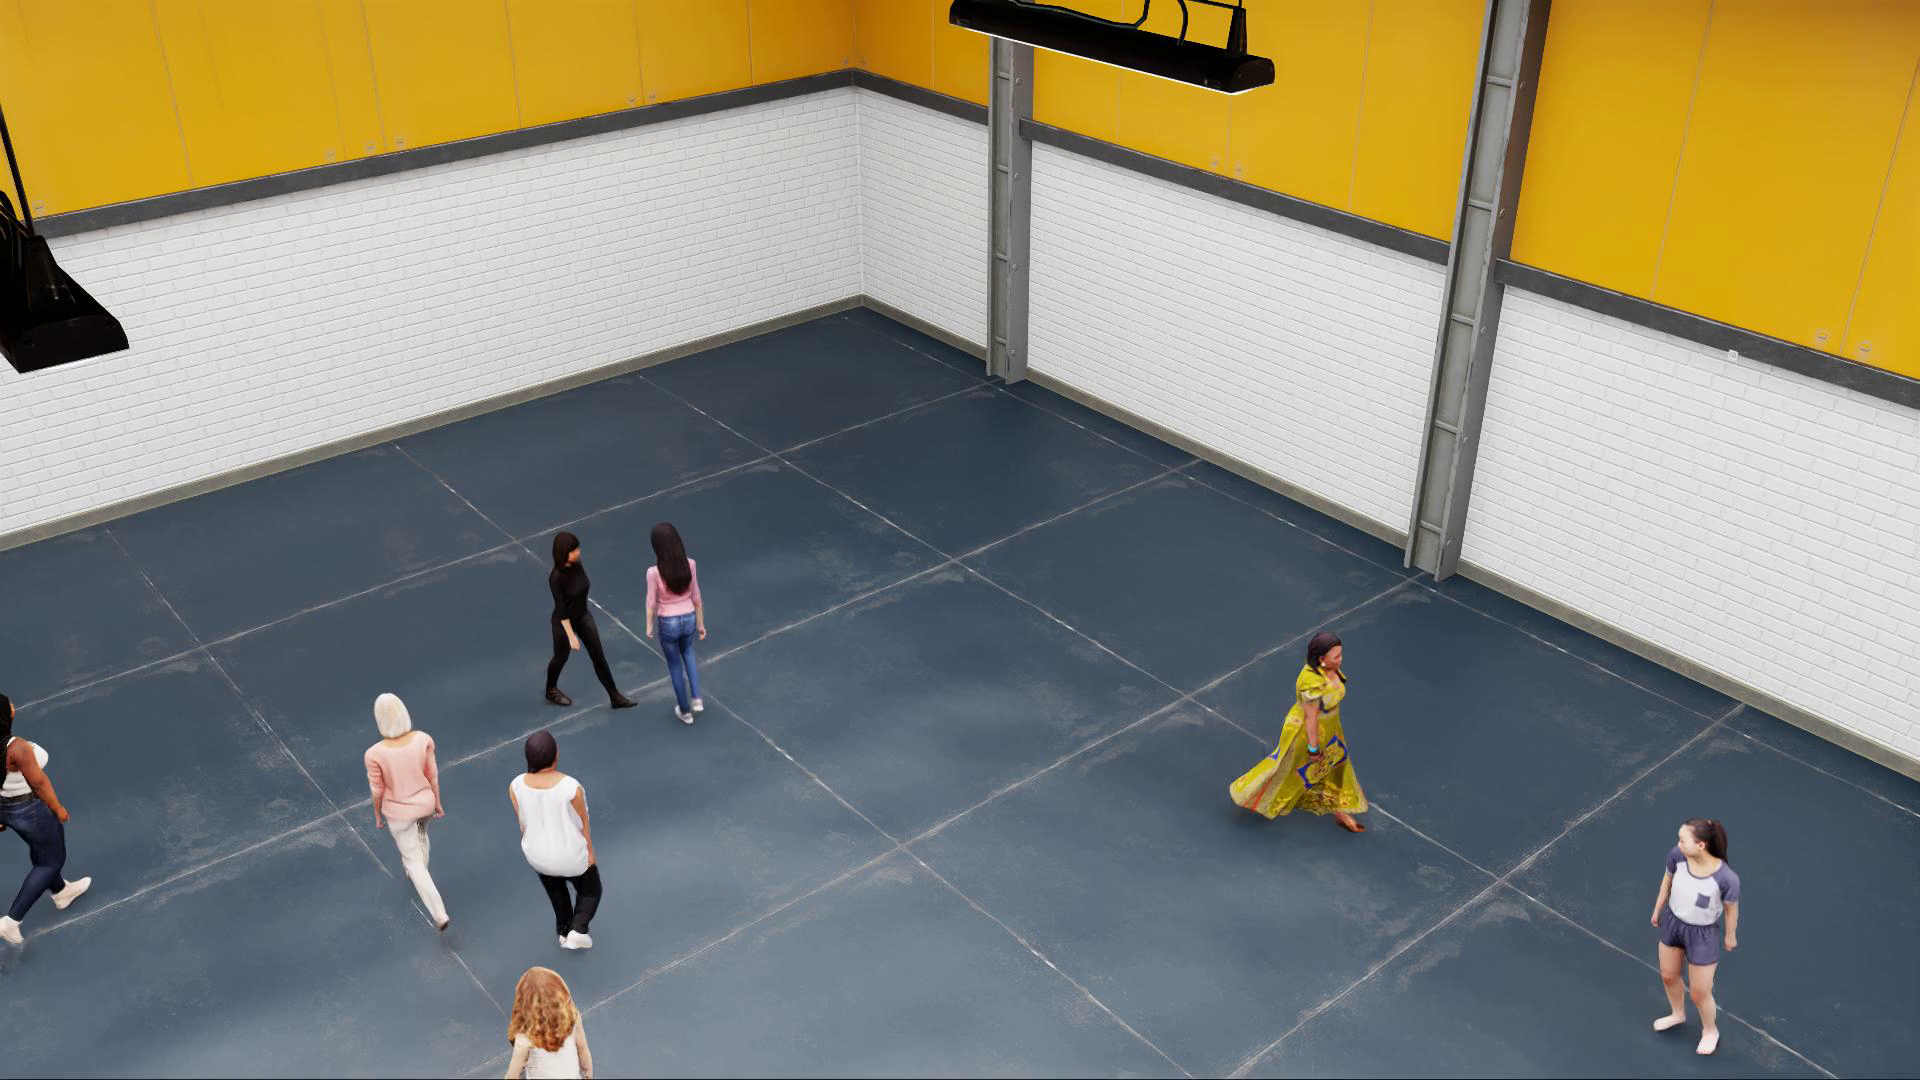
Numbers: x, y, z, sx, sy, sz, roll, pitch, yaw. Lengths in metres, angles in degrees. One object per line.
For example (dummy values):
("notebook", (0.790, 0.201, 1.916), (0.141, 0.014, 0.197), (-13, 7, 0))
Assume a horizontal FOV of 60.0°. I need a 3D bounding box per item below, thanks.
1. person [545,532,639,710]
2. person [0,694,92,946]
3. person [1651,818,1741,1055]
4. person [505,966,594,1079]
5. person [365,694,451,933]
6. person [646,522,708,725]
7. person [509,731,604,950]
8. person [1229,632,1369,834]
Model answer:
("person", (-3.142, 0.659, 13.184), (1.097, 1.599, 0.826), (13, 31, 22))
("person", (-6.160, 1.835, 10.836), (1.082, 1.785, 0.987), (11, 31, 20))
("person", (4.471, 2.364, 10.031), (0.575, 1.627, 0.786), (24, 37, 37))
("person", (-2.046, 3.020, 8.735), (1.190, 1.715, 0.787), (19, 34, 30))
("person", (-3.598, 1.813, 10.976), (0.659, 1.689, 1.138), (-19, 34, -31))
("person", (-2.177, 0.698, 12.978), (0.621, 1.730, 0.671), (-17, 33, -28))
("person", (-2.589, 1.982, 10.676), (0.796, 1.680, 0.871), (6, 29, 11))
("person", (2.415, 1.369, 11.869), (1.326, 1.613, 1.050), (14, 32, 24))
